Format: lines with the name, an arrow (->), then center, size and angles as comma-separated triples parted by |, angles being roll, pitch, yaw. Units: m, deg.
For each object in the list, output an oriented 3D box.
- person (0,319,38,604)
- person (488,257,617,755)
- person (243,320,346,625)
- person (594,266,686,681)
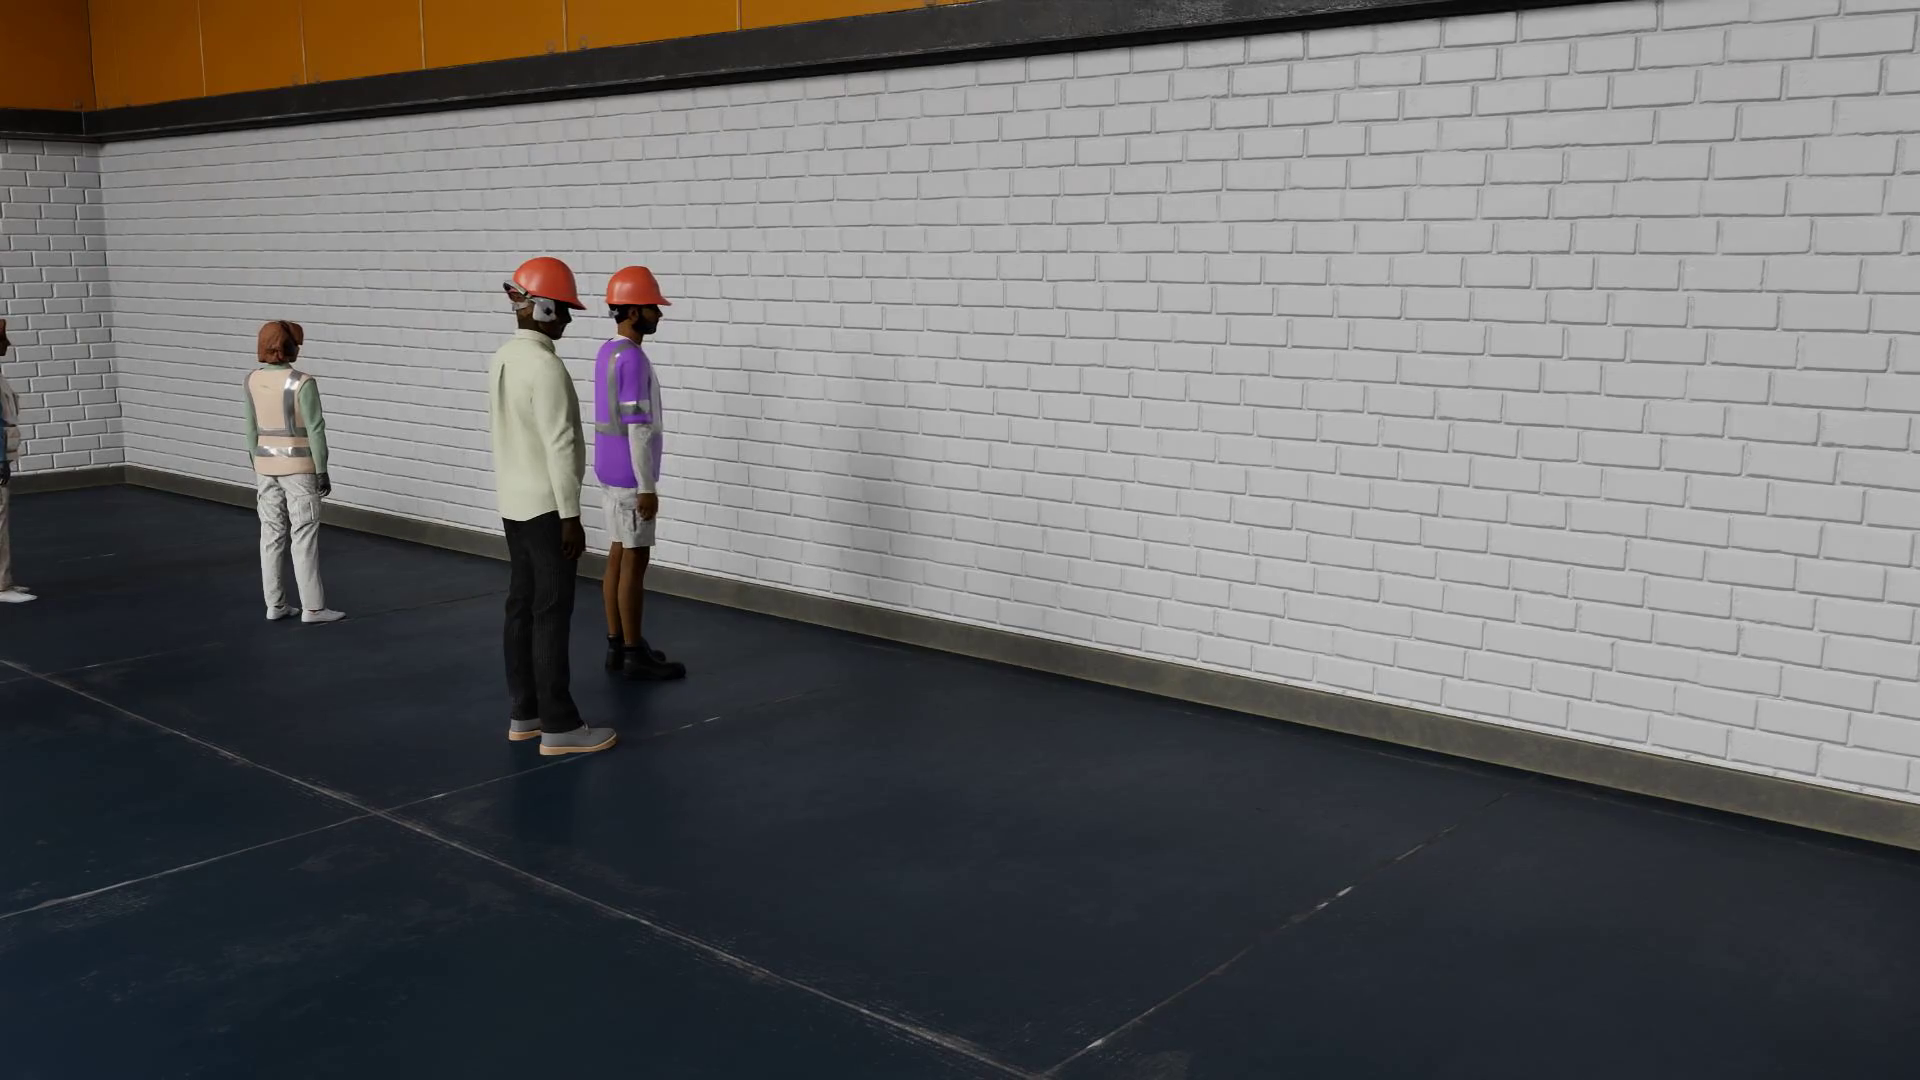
person -> -5.527, -0.456, 9.519 | 0.313, 1.639, 0.517 | -7, 12, -34
person -> -1.667, -0.134, 6.703 | 0.392, 1.986, 0.610 | -8, 12, -37
person -> -3.610, -0.356, 8.948 | 0.514, 1.641, 0.308 | 4, 11, 22
person -> -1.526, -0.310, 7.839 | 0.376, 1.939, 0.547 | -5, 11, -24
